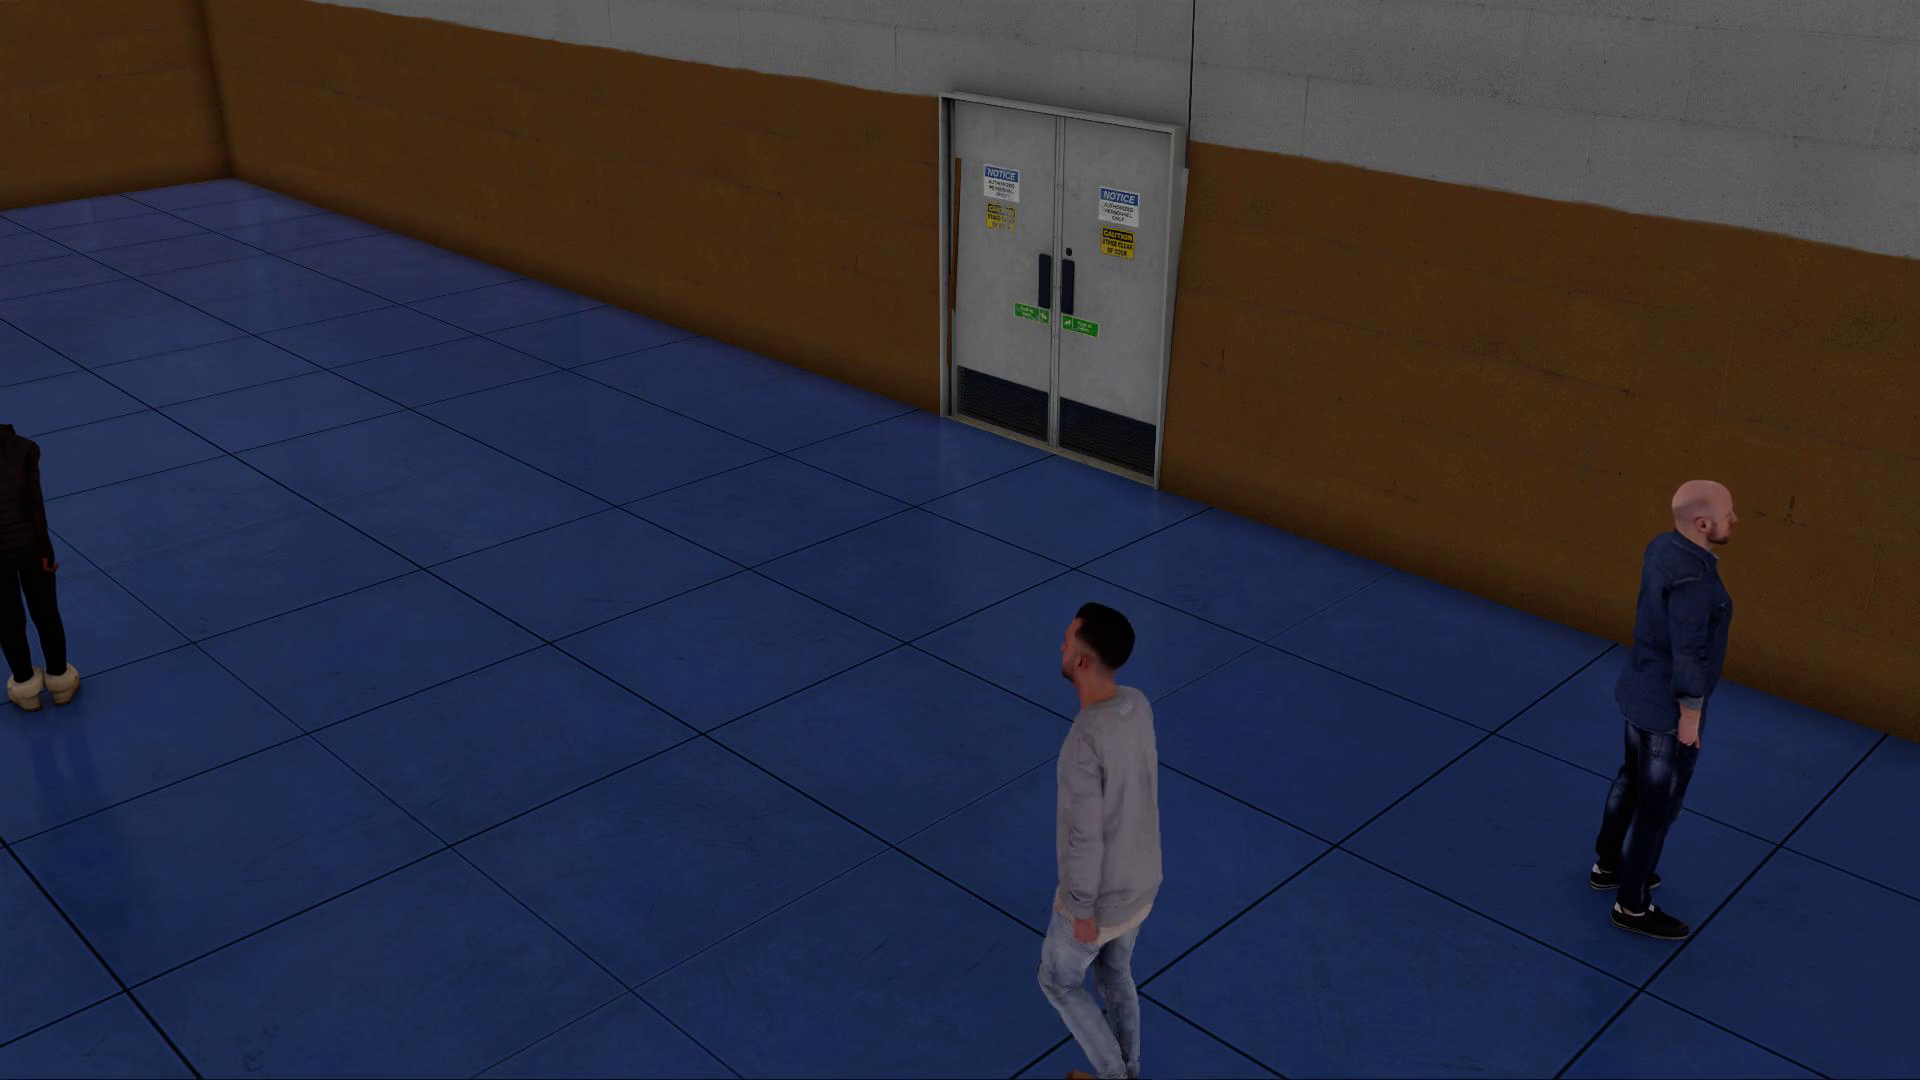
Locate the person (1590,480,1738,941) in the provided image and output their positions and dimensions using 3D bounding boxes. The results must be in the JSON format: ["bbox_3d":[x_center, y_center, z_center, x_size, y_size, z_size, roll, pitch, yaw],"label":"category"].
[{"bbox_3d":[2.684,0.629,6.313,0.854,1.826,0.769,2,24,5],"label":"person"}]

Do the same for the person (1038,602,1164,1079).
[{"bbox_3d":[0.516,1.092,5.268,0.822,1.815,0.680,12,26,25],"label":"person"}]

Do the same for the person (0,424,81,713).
[{"bbox_3d":[-4.460,0.055,7.830,0.665,1.661,0.599,8,25,19],"label":"person"}]
